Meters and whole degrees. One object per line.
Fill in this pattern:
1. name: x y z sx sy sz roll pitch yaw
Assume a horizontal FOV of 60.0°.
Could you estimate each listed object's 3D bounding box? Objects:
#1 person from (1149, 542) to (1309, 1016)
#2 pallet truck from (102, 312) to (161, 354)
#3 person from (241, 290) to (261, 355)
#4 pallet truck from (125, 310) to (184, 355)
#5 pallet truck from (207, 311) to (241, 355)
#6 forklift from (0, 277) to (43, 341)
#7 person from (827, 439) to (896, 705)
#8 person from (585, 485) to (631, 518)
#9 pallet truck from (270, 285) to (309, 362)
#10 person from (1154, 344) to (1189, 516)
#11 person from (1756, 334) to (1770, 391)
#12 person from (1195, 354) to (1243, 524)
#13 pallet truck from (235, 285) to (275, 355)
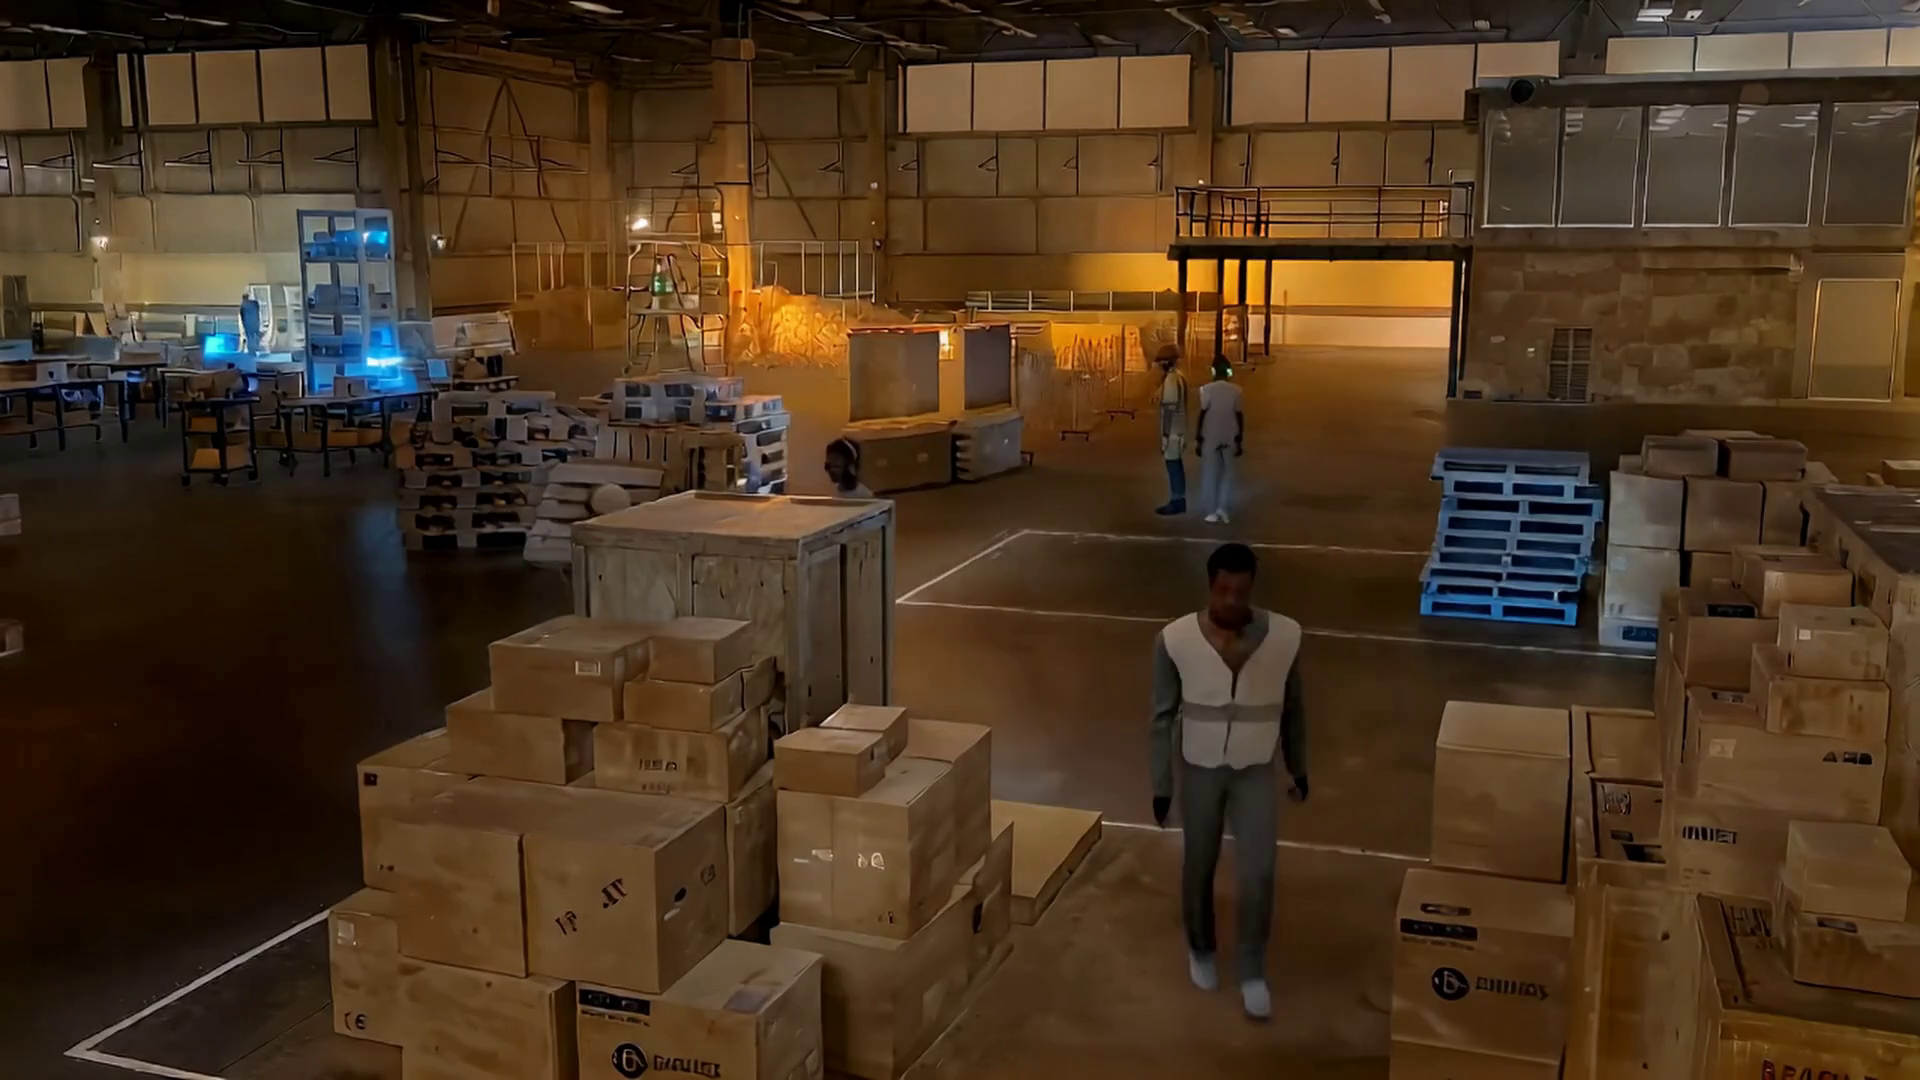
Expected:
1. person: 1.082 0.936 6.607 0.672 1.884 0.762 0 10 -1
2. pallet truck: -23.057 -5.777 46.261 0.680 1.201 1.601 3 11 19
3. person: -17.948 -5.366 42.040 0.403 1.906 0.652 1 10 5
4. pallet truck: -22.038 -5.665 45.457 0.704 1.261 1.522 3 11 17
5. pallet truck: -19.537 -5.575 44.913 0.653 1.274 1.630 3 11 19
6. forklift: -27.151 -6.329 46.328 1.157 1.987 2.680 3 11 17
7. person: -0.737 0.286 10.424 0.946 1.823 0.542 -9 13 -41
8. person: -1.970 0.548 9.273 0.930 1.716 0.545 -4 11 -19
9. pallet truck: -17.147 -5.700 43.663 0.823 1.965 1.885 3 11 17
10. person: 2.369 -1.239 18.758 0.398 1.928 0.541 4 11 19
11. person: 15.513 -3.477 32.139 0.279 1.634 0.499 -2 10 -13
12. person: 2.817 -1.080 18.051 0.526 1.858 0.503 0 10 -2
13. pallet truck: -18.327 -5.835 44.421 0.823 1.965 1.885 4 11 23
